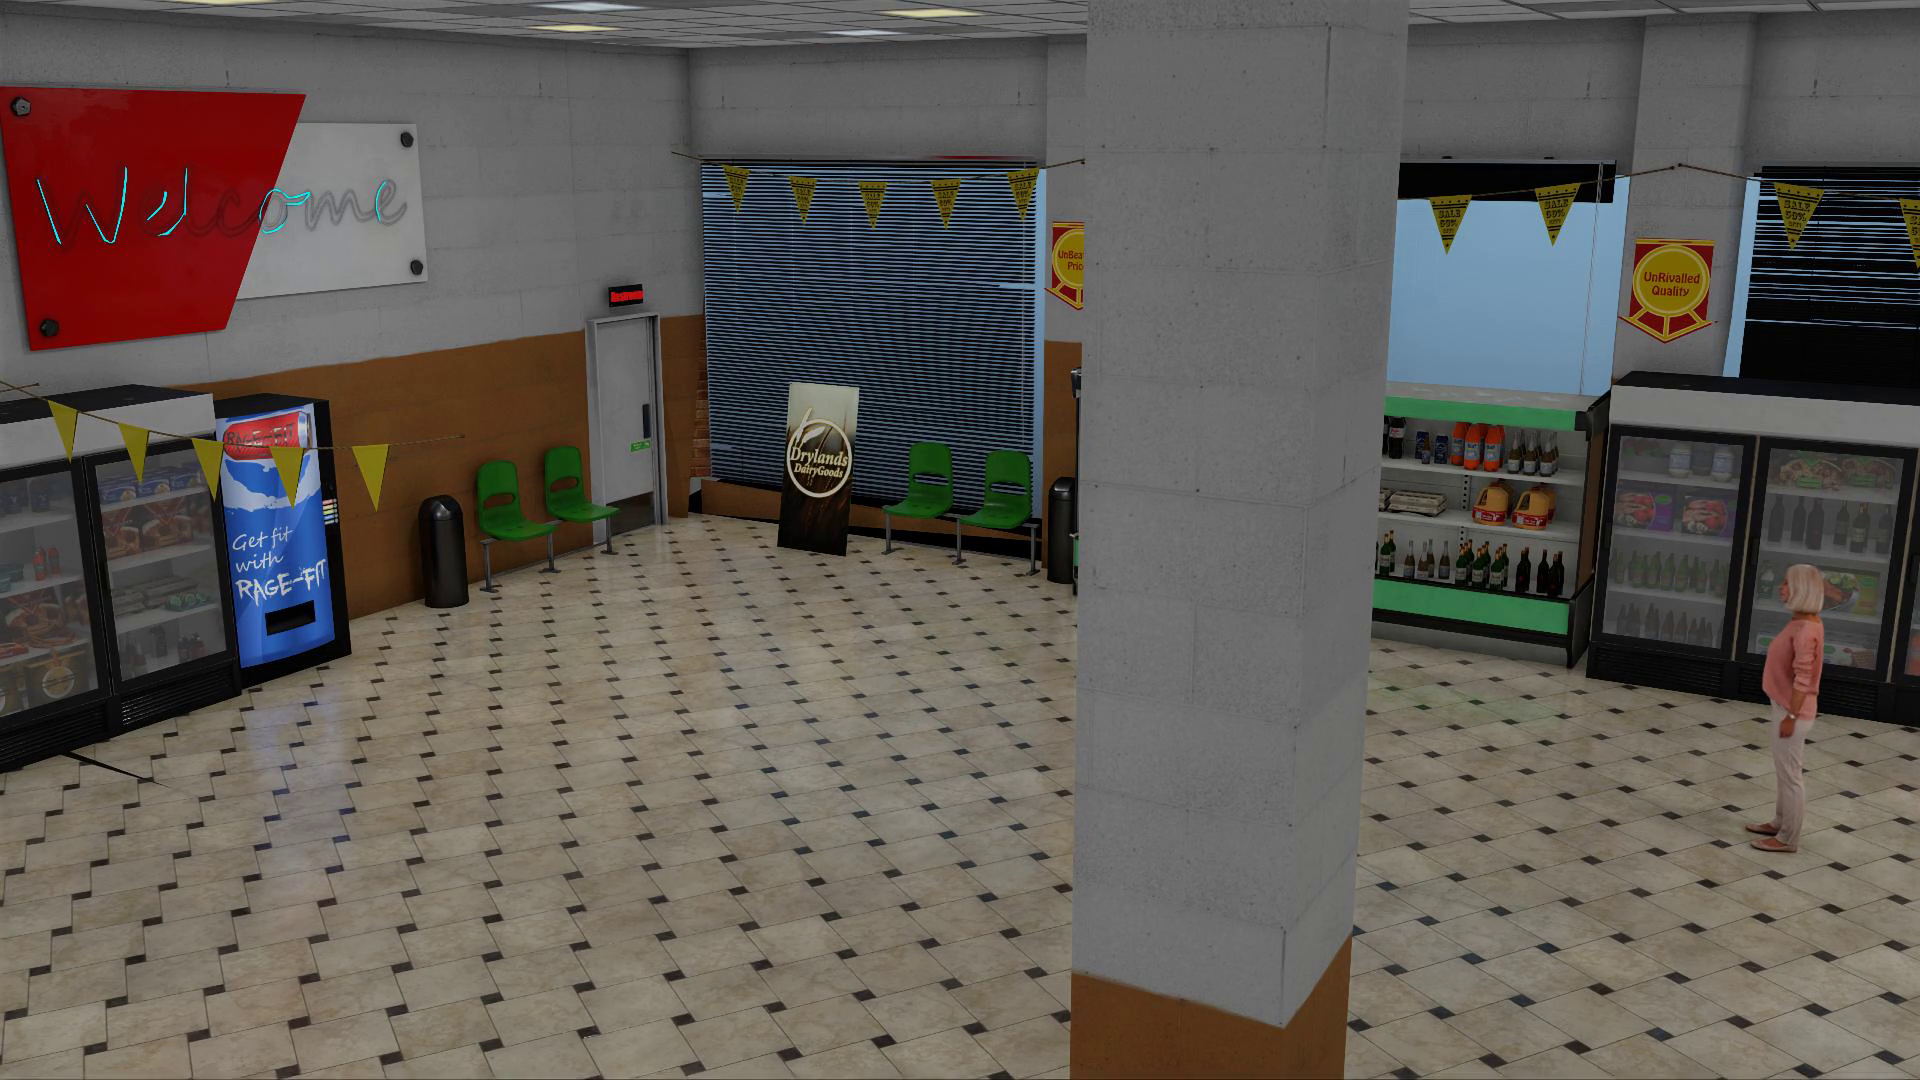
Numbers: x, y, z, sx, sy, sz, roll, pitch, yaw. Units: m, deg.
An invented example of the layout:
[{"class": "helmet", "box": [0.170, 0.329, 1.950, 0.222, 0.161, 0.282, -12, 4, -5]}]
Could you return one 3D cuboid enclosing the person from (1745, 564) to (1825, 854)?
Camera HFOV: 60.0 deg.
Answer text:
[{"class": "person", "box": [4.869, 0.976, 9.717, 0.550, 1.724, 0.620, 6, 15, 22]}]
